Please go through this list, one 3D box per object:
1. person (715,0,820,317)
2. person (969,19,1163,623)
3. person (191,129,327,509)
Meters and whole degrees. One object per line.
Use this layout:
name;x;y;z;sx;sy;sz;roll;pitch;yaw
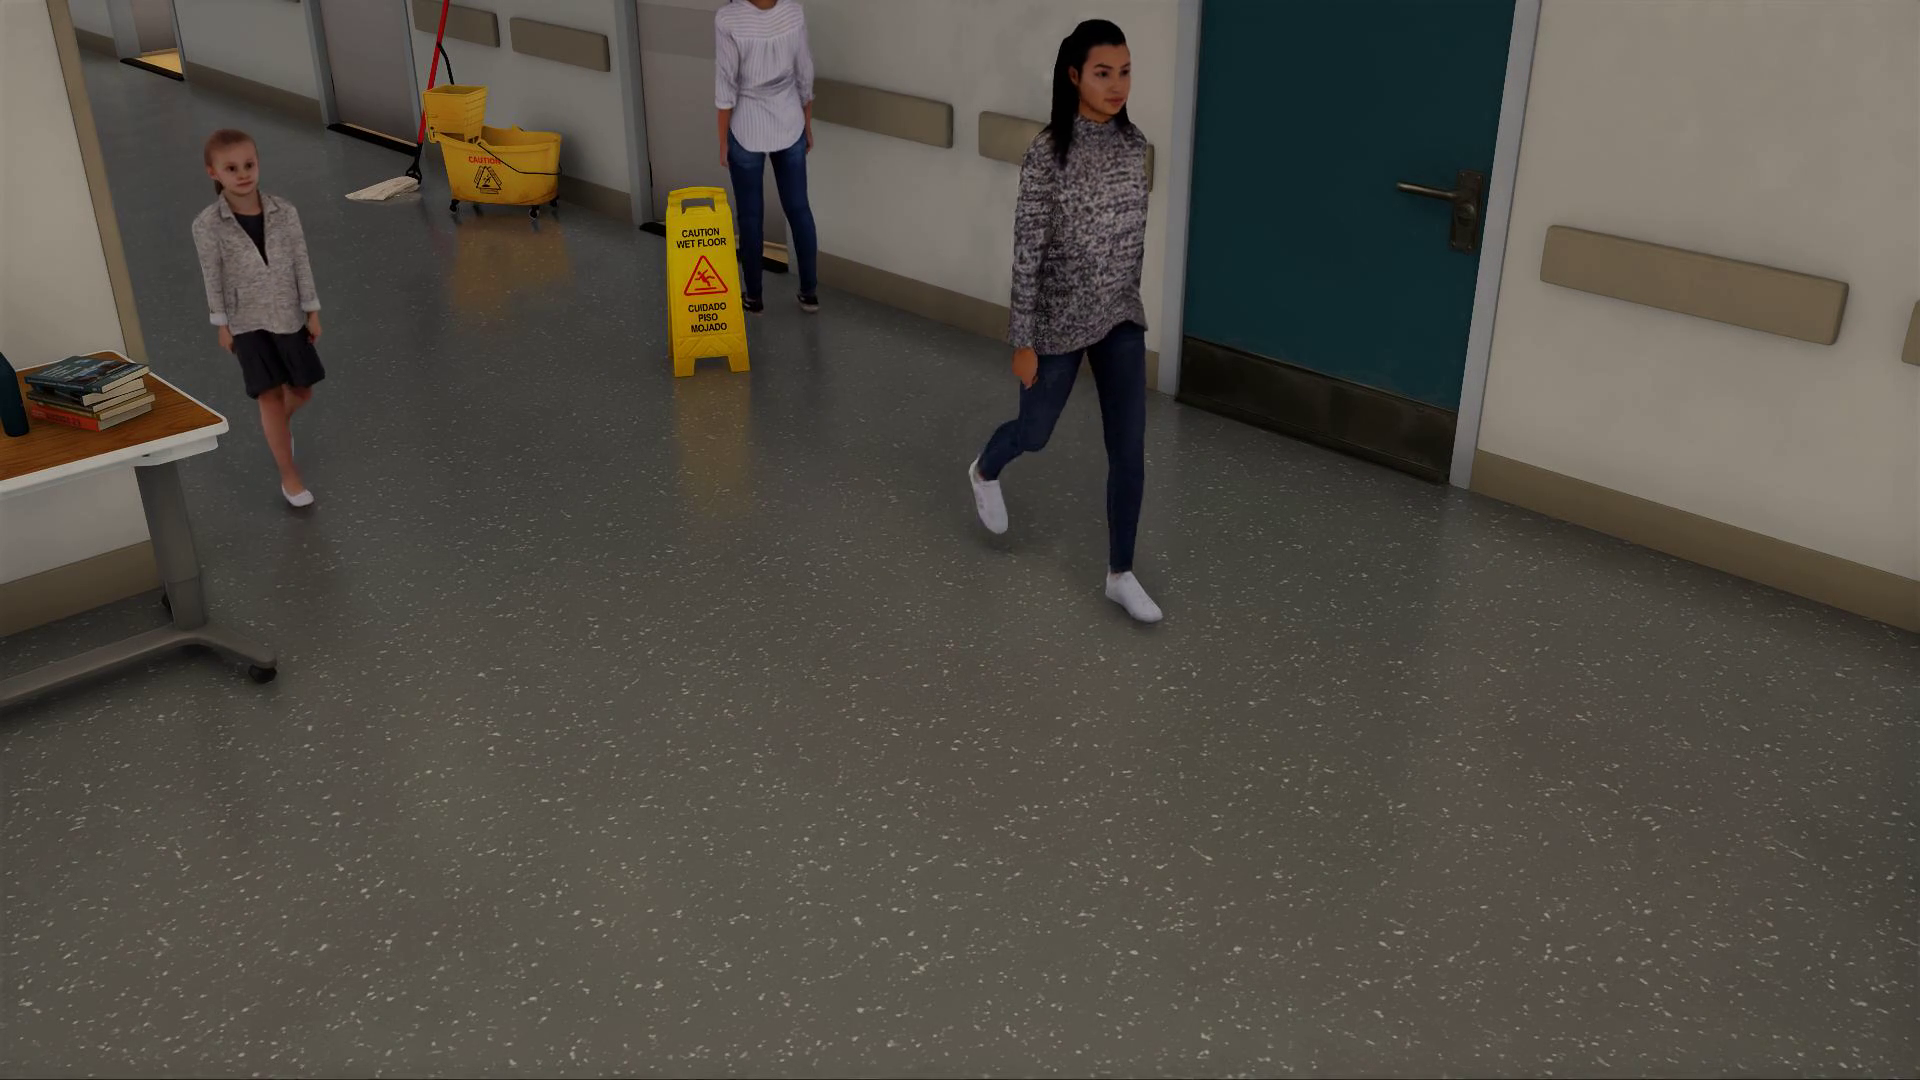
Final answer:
person;-0.854;-1.860;7.435;0.722;1.718;0.721;-12;28;-23
person;0.311;-0.652;4.949;0.837;1.703;1.197;-14;29;-26
person;-2.392;-0.772;5.697;0.562;1.261;0.824;-19;31;-34
